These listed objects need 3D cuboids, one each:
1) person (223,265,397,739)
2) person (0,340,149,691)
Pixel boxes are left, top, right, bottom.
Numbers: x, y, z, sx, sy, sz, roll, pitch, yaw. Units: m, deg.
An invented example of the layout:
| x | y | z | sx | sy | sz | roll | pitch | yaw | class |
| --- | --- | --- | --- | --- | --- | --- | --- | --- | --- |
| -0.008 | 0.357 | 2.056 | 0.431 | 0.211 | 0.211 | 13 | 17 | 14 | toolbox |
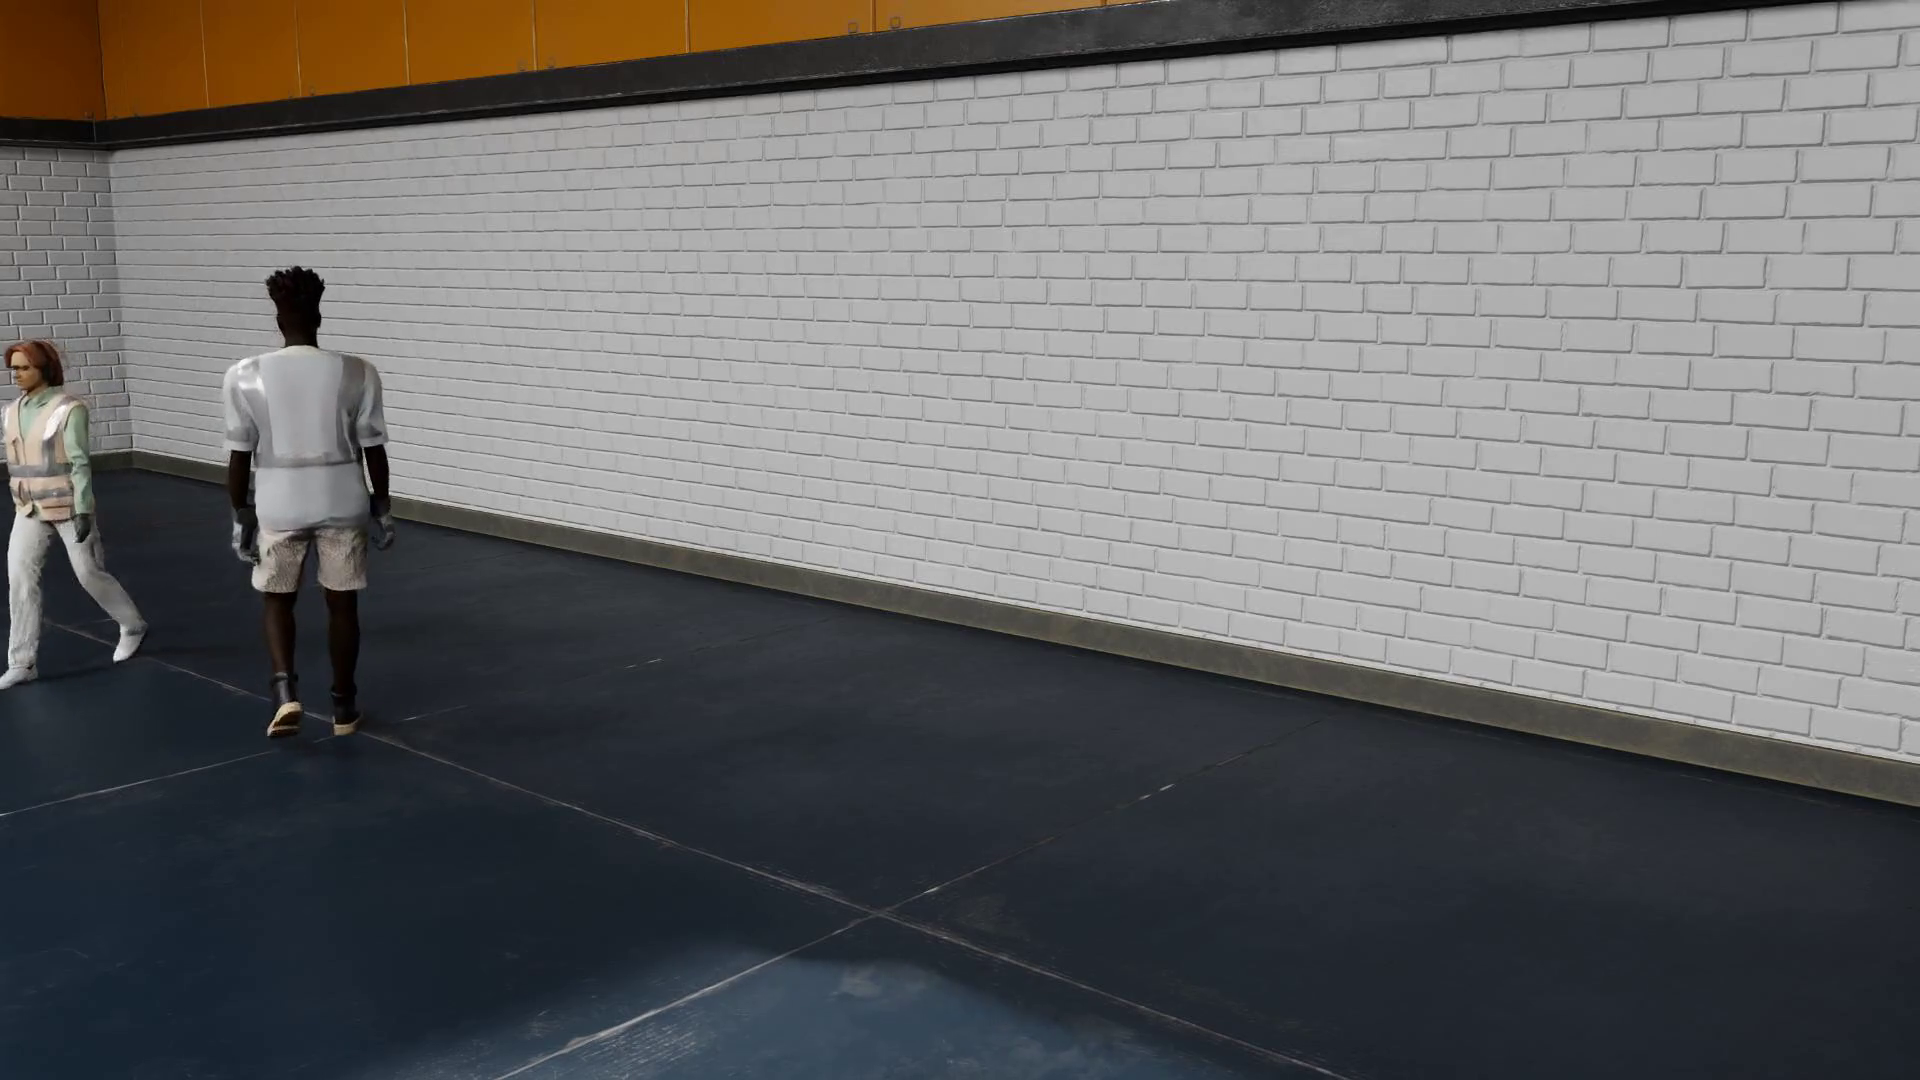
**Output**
| x | y | z | sx | sy | sz | roll | pitch | yaw | class |
| --- | --- | --- | --- | --- | --- | --- | --- | --- | --- |
| -2.627 | -0.132 | 6.767 | 0.628 | 1.954 | 0.596 | -3 | 10 | -17 | person |
| -4.235 | -0.148 | 7.864 | 0.524 | 1.605 | 0.812 | 3 | 10 | 17 | person |
